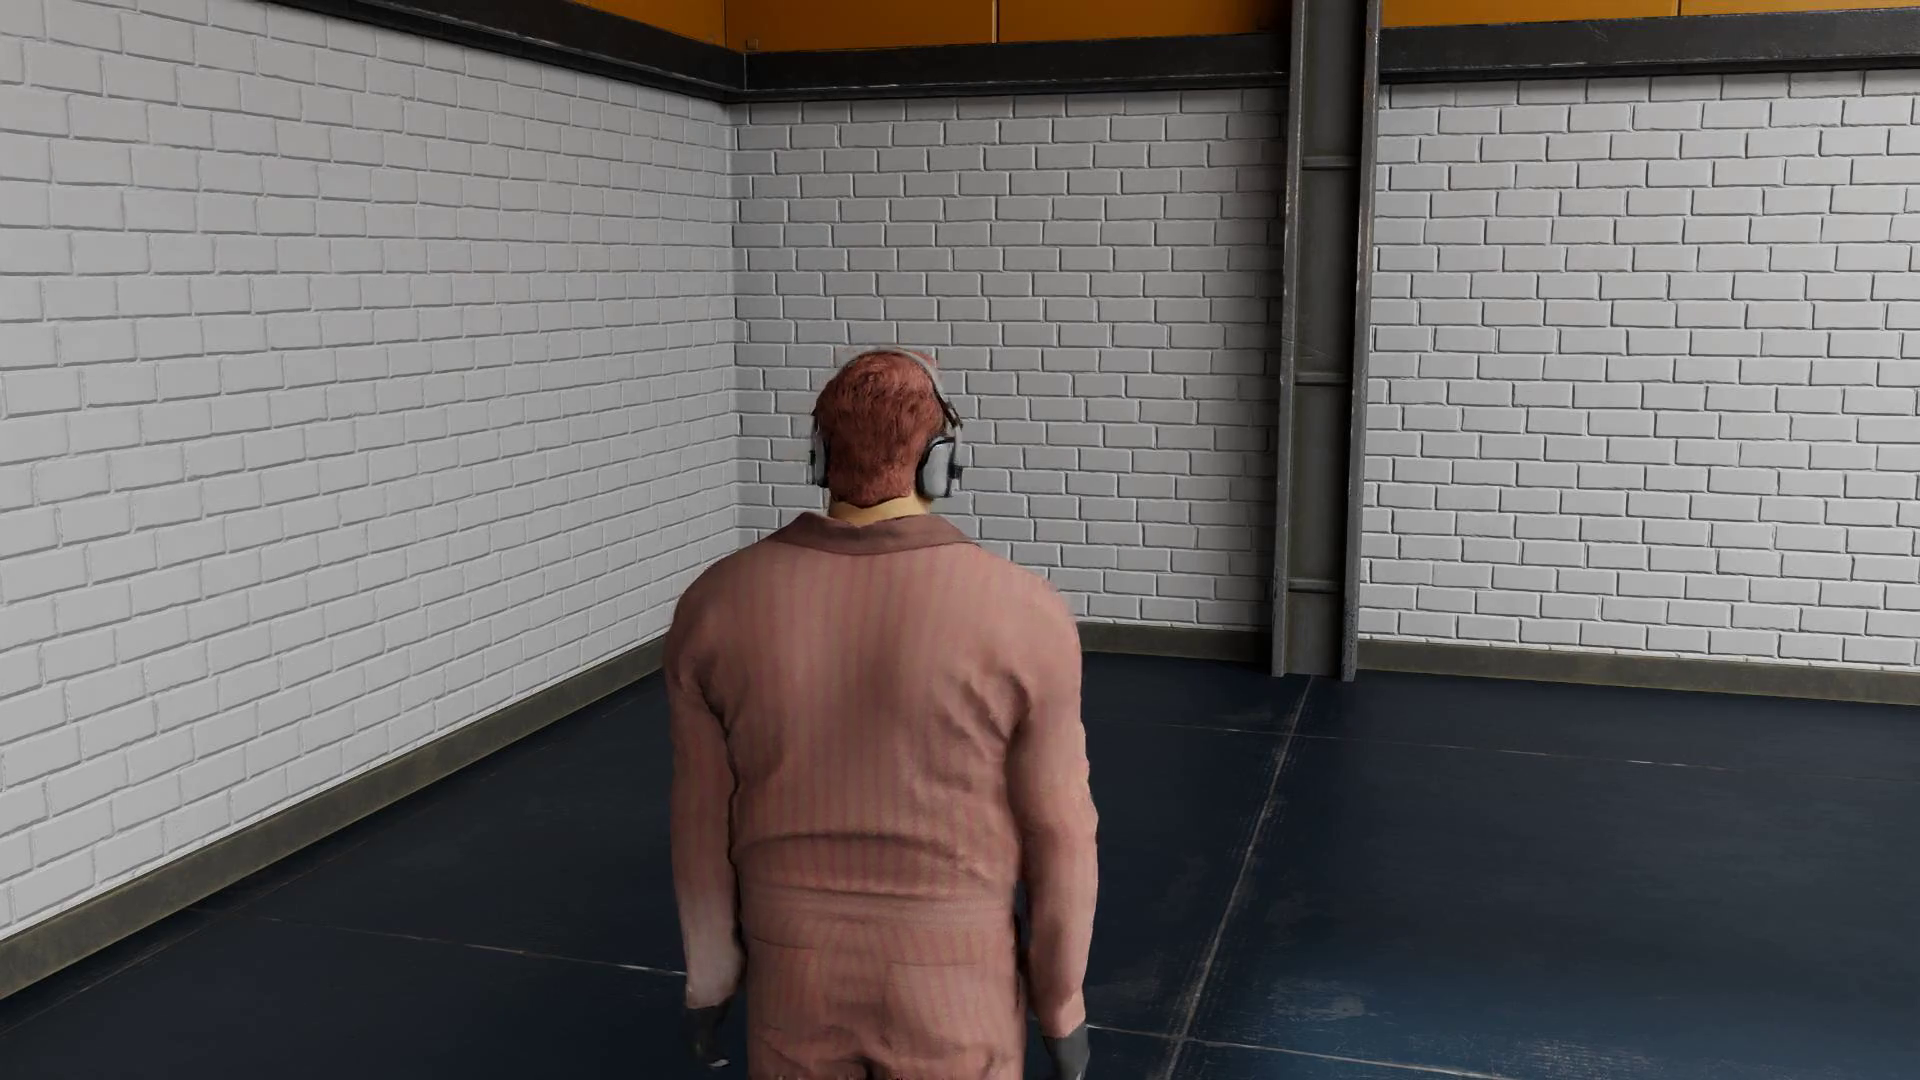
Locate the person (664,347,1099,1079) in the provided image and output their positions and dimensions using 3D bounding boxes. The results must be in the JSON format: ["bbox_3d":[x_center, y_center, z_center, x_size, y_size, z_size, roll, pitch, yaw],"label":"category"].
[{"bbox_3d":[-0.118,0.663,2.611,0.675,1.904,0.397,2,10,13],"label":"person"}]
